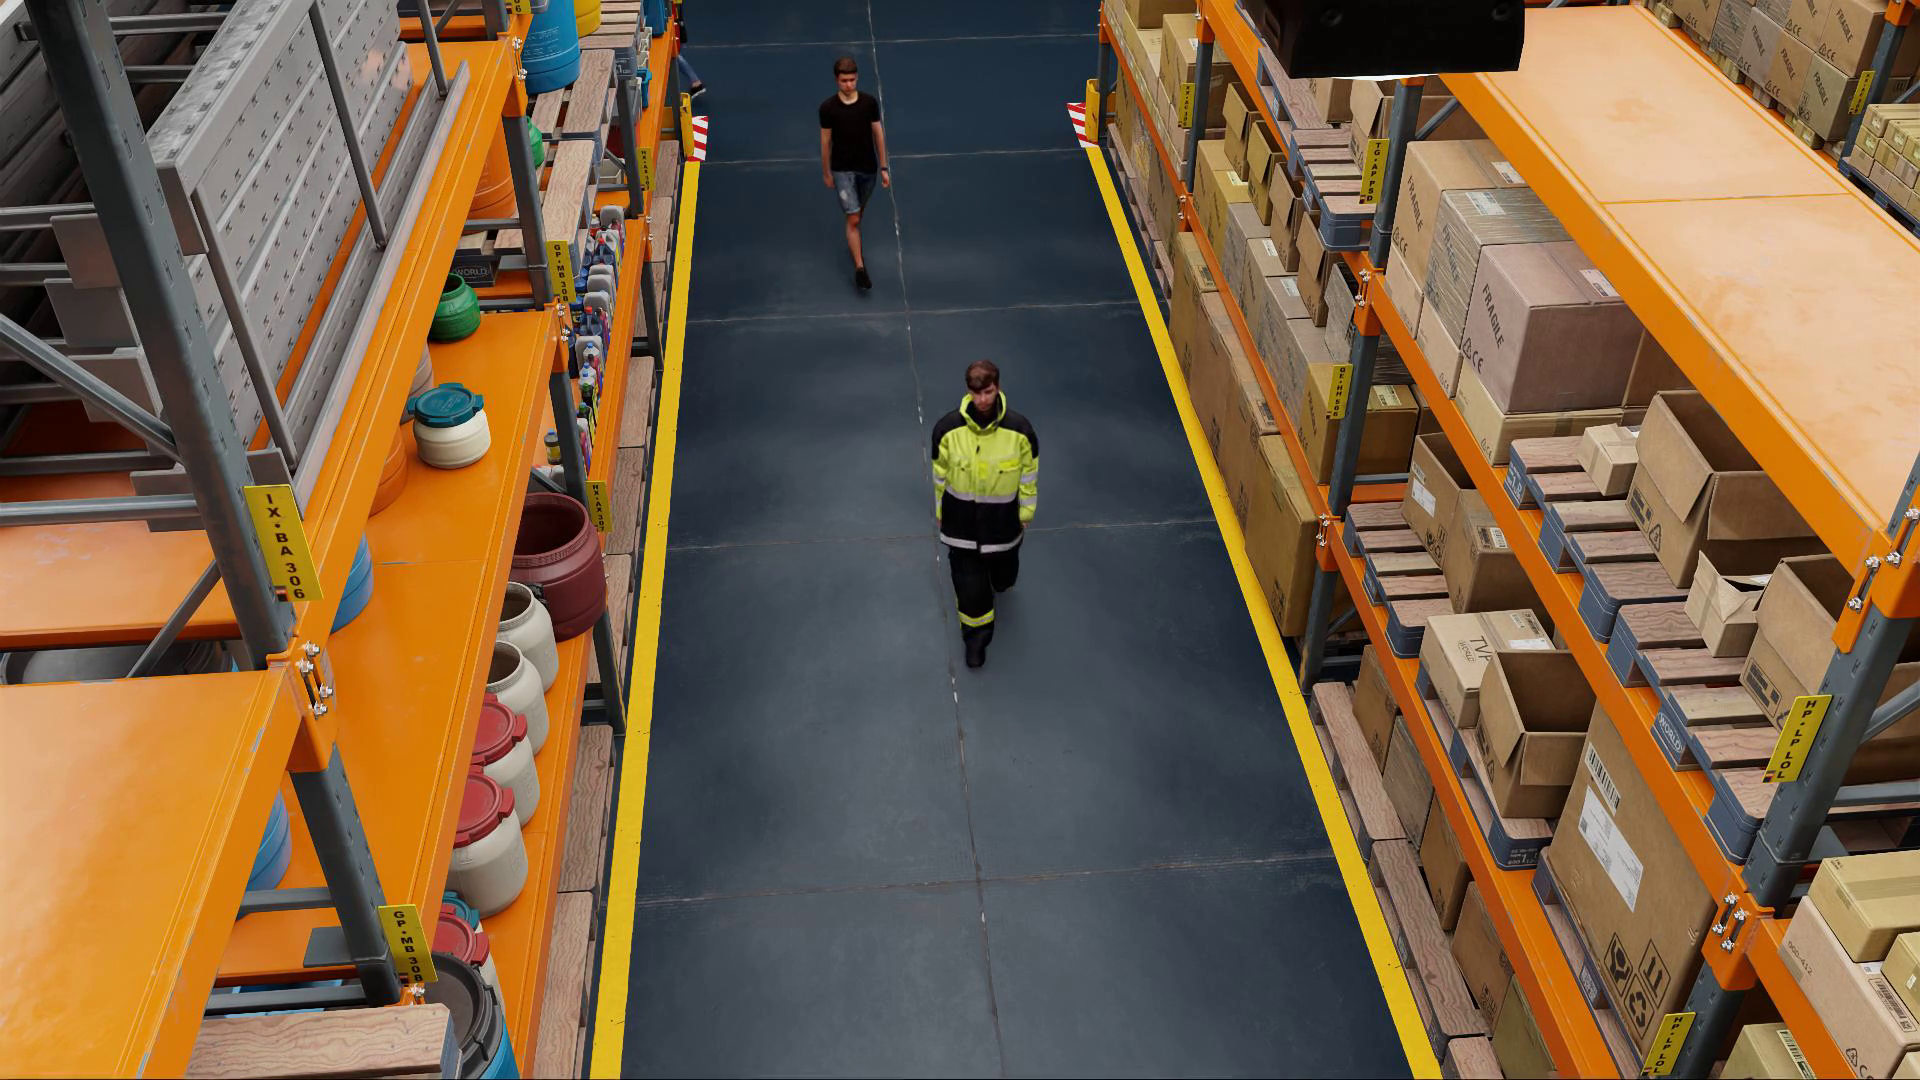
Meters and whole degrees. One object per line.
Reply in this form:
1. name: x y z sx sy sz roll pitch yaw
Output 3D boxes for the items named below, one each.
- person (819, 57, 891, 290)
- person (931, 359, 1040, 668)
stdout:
1. person: -0.873 -3.049 13.535 0.886 1.806 1.264 -13 39 -16
2. person: 0.144 -0.231 9.700 0.815 1.960 1.075 0 37 0
